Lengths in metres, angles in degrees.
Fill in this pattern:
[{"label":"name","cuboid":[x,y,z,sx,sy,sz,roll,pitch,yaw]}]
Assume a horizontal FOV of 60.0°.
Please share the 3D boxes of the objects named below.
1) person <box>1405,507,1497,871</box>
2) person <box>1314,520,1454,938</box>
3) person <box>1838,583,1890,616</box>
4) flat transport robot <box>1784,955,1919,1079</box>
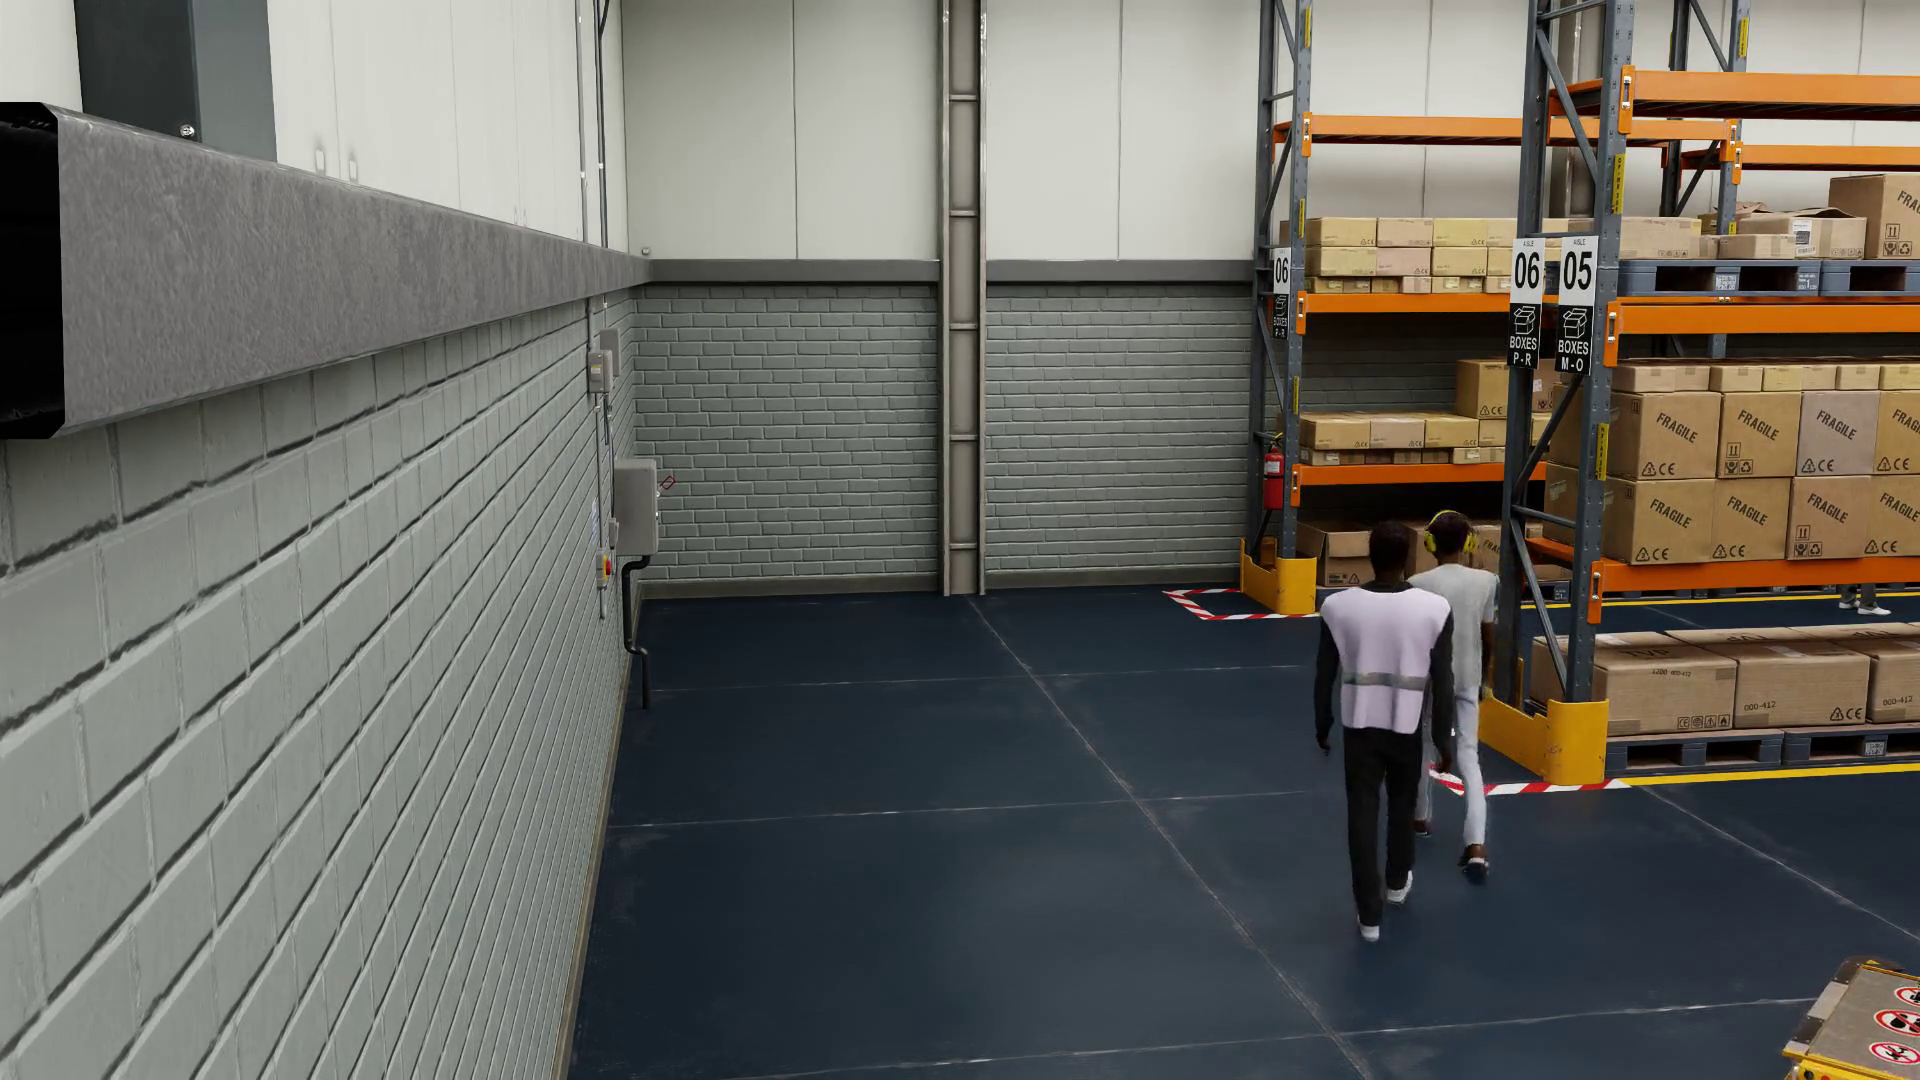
[{"label":"person","cuboid":[2.524,0.747,8.576,0.509,1.827,0.996,0,9,3]},{"label":"person","cuboid":[1.980,0.836,7.795,0.627,1.884,0.869,2,10,15]},{"label":"person","cuboid":[8.074,-0.292,14.690,0.390,1.919,0.590,-2,9,-13]},{"label":"flat transport robot","cuboid":[3.502,1.910,6.159,0.652,0.197,1.431,7,12,38]}]
